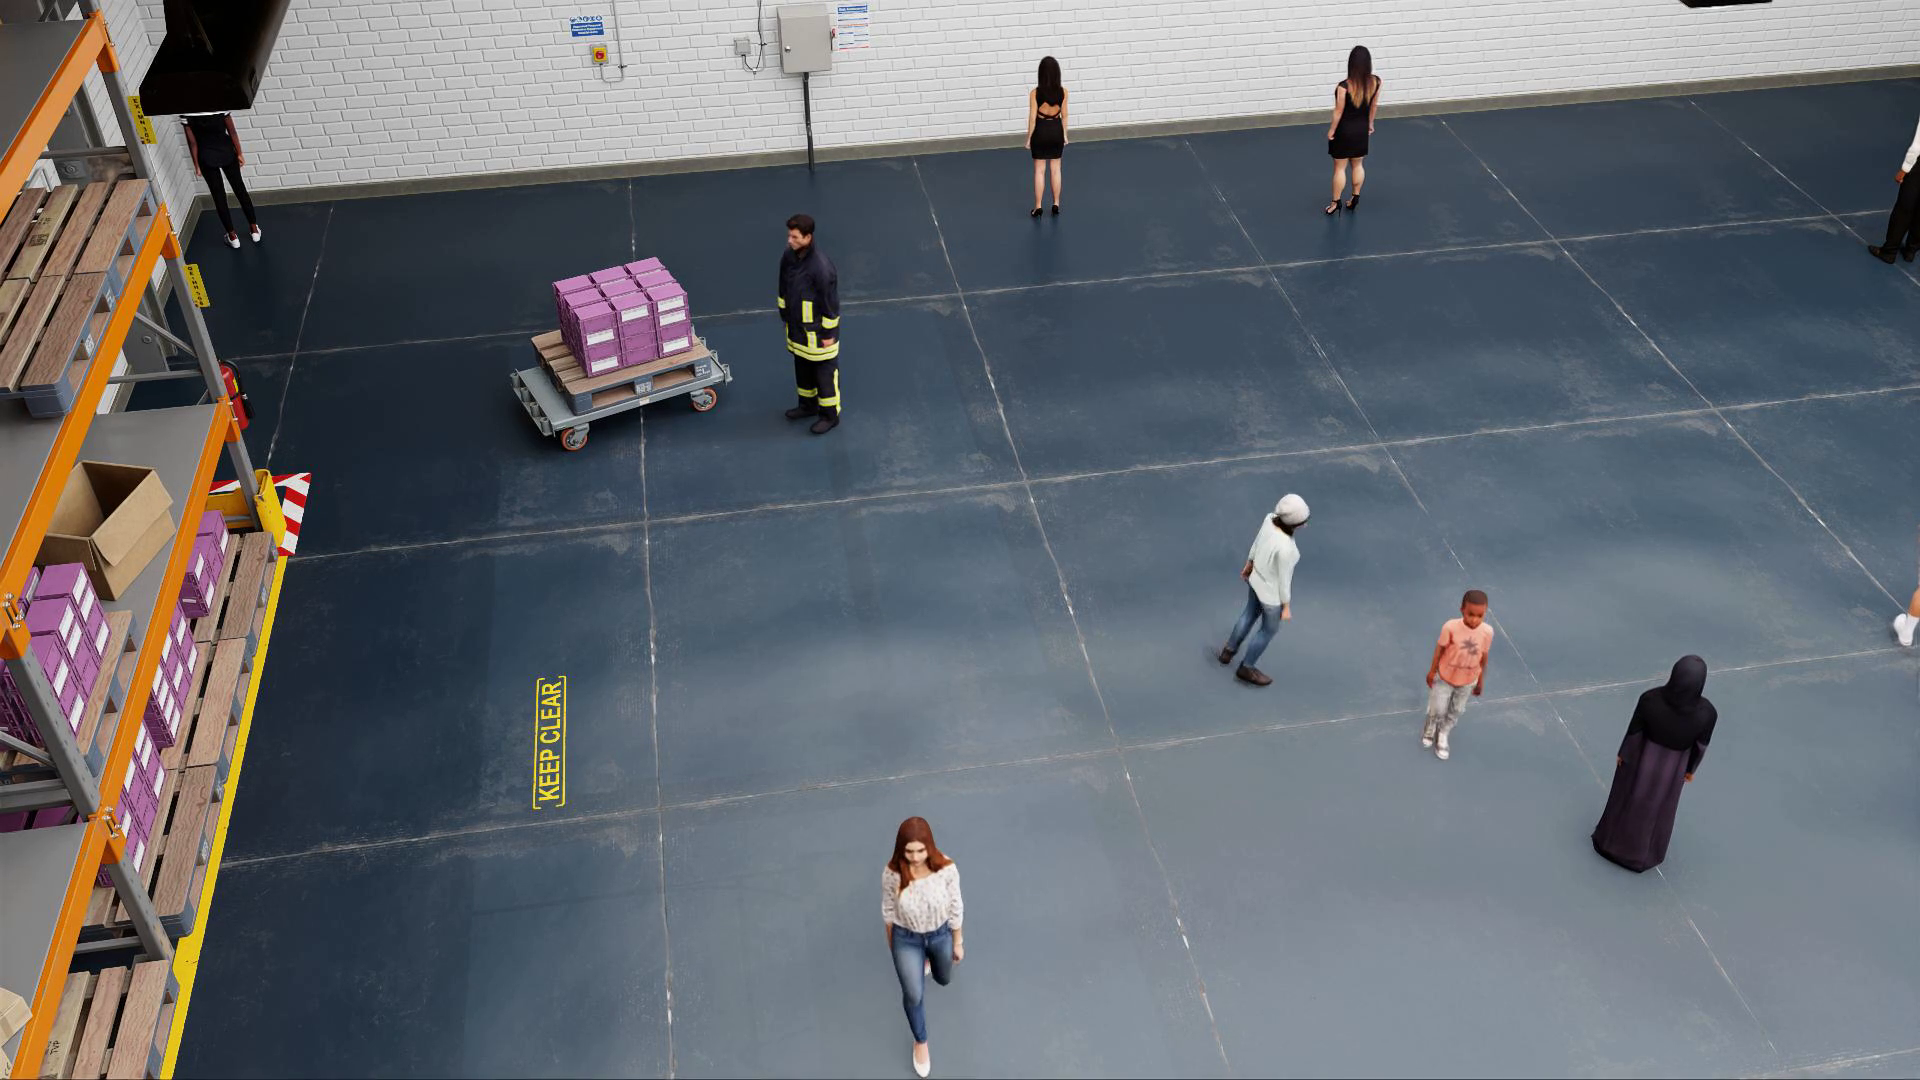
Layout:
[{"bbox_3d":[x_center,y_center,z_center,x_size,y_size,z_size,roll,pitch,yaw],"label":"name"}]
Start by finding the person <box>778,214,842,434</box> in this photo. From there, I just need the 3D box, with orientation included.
[{"bbox_3d":[-1.187,-1.763,13.352,0.848,1.927,0.954,31,48,33],"label":"person"}]

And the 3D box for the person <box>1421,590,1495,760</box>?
[{"bbox_3d":[3.169,0.806,10.634,0.567,1.305,0.602,6,39,7],"label":"person"}]

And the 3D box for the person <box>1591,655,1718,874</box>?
[{"bbox_3d":[4.100,1.288,9.783,0.713,1.615,0.745,14,41,17],"label":"person"}]

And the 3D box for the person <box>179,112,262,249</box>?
[{"bbox_3d":[-7.078,-3.632,15.852,0.695,1.729,0.691,-24,44,-27],"label":"person"}]

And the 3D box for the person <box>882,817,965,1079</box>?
[{"bbox_3d":[-0.189,2.026,8.779,0.629,1.714,1.002,-2,39,-3],"label":"person"}]

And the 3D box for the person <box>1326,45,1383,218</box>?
[{"bbox_3d":[3.843,-4.003,16.327,0.710,1.715,0.666,-14,41,-17],"label":"person"}]

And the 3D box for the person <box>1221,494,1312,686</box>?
[{"bbox_3d":[2.000,0.300,11.018,0.797,1.616,0.503,-16,41,-19],"label":"person"}]

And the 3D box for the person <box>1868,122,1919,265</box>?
[{"bbox_3d":[9.051,-3.495,15.529,0.685,1.917,0.570,-5,39,-6],"label":"person"}]

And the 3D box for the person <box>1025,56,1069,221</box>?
[{"bbox_3d":[0.856,-3.926,16.284,0.569,1.648,0.469,-6,39,-8],"label":"person"}]
